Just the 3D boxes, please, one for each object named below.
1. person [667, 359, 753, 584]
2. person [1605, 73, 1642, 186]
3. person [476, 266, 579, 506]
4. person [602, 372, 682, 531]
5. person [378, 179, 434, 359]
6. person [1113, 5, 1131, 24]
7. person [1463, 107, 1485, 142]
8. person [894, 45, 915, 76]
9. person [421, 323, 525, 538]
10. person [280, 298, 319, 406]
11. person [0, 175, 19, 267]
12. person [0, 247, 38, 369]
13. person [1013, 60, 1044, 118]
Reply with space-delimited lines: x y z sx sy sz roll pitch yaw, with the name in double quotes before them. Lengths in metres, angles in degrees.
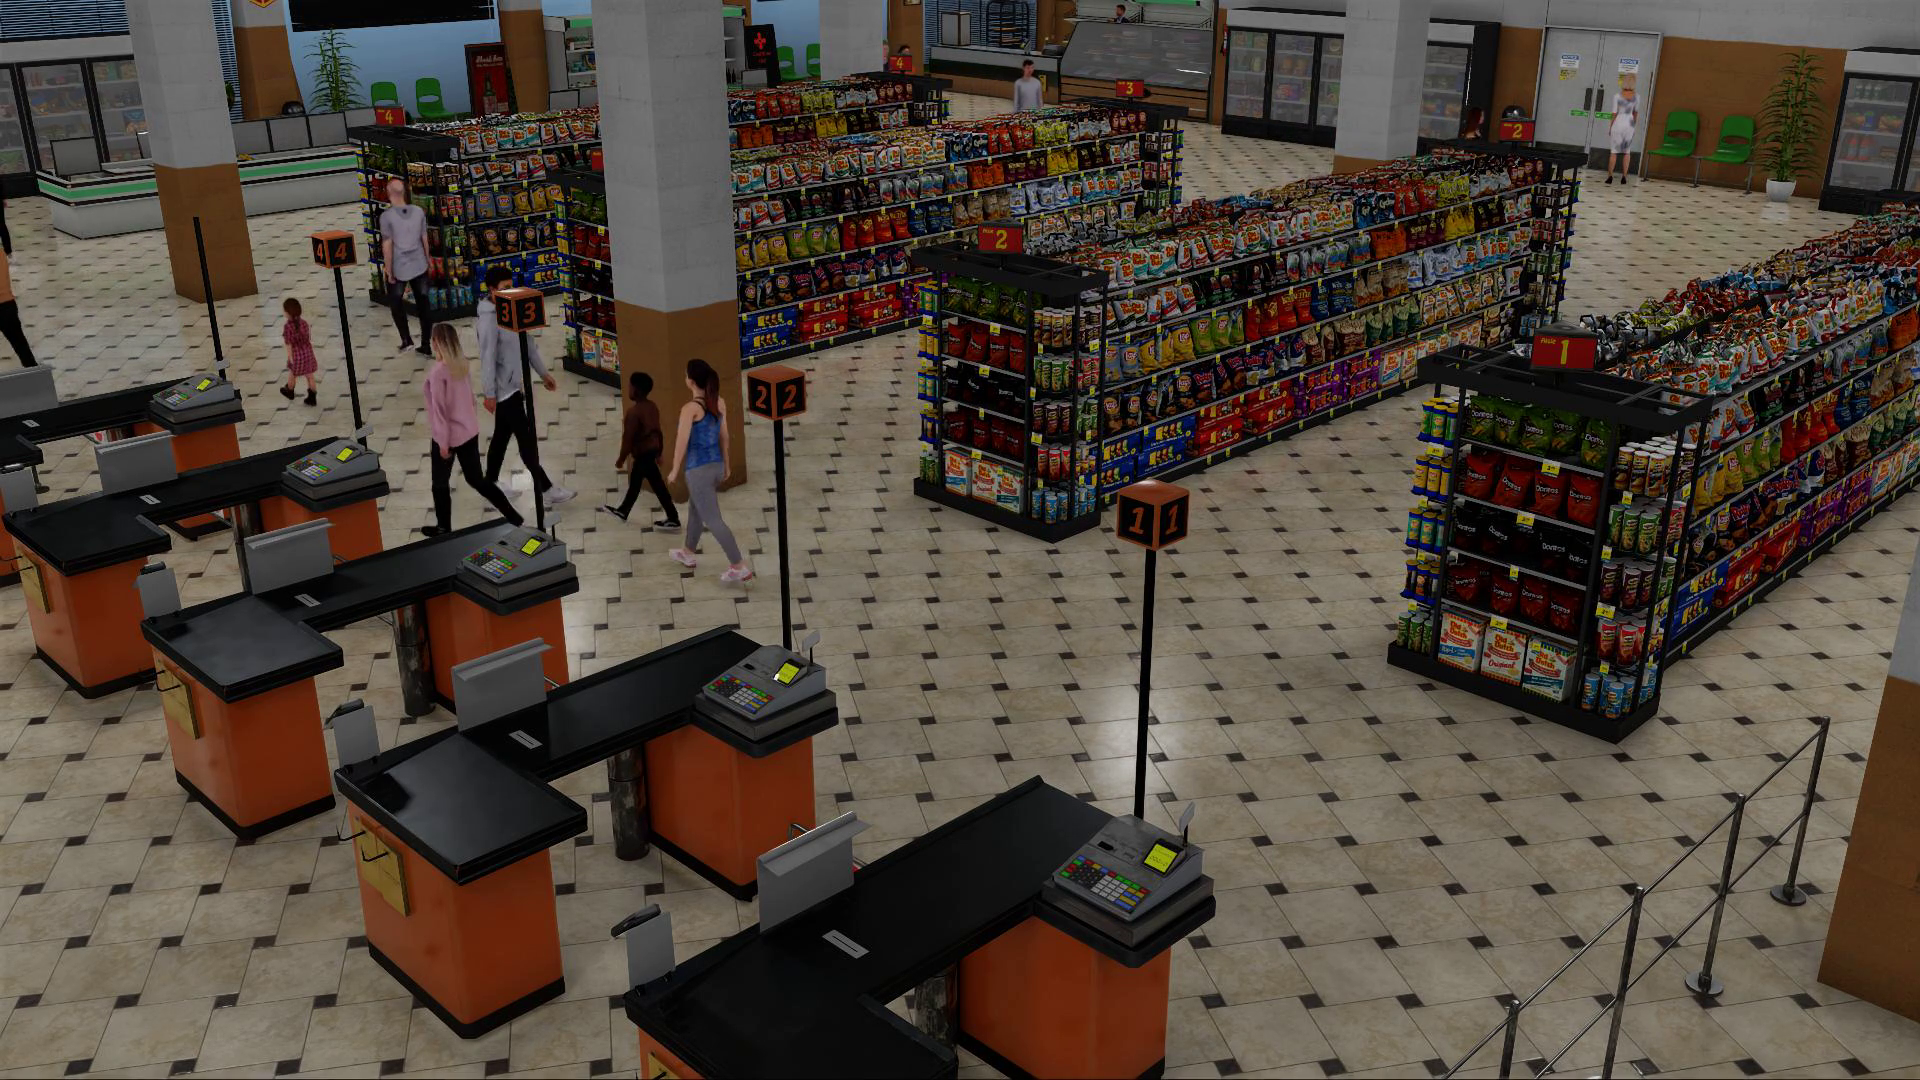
"person" -1.729 -0.440 11.571 0.792 1.574 1.041 13 25 29
"person" 10.620 -6.584 26.624 0.640 1.752 0.672 4 22 9
"person" -3.610 -1.191 13.018 1.122 1.888 1.138 4 22 9
"person" -2.319 -0.632 12.528 0.849 1.217 0.901 6 23 14
"person" -5.597 -2.747 16.980 0.603 1.821 0.763 -16 27 -35
"person" 3.711 -11.415 38.493 0.630 1.866 0.550 20 30 41
"person" 6.943 -5.117 23.059 0.936 1.687 1.093 8 23 18
"person" -1.115 -8.316 30.961 0.854 1.731 0.831 -10 24 -23
"person" -3.620 -0.750 12.230 0.964 1.657 1.102 7 23 18
"person" -6.170 -1.755 15.606 0.530 1.006 0.624 16 27 35
"person" -12.334 -4.321 21.055 0.565 1.704 0.728 -10 24 -23
"person" -8.953 -2.108 15.545 1.081 1.705 1.209 7 23 18
"person" 1.109 -7.012 27.578 0.847 1.834 0.891 -4 22 -10
